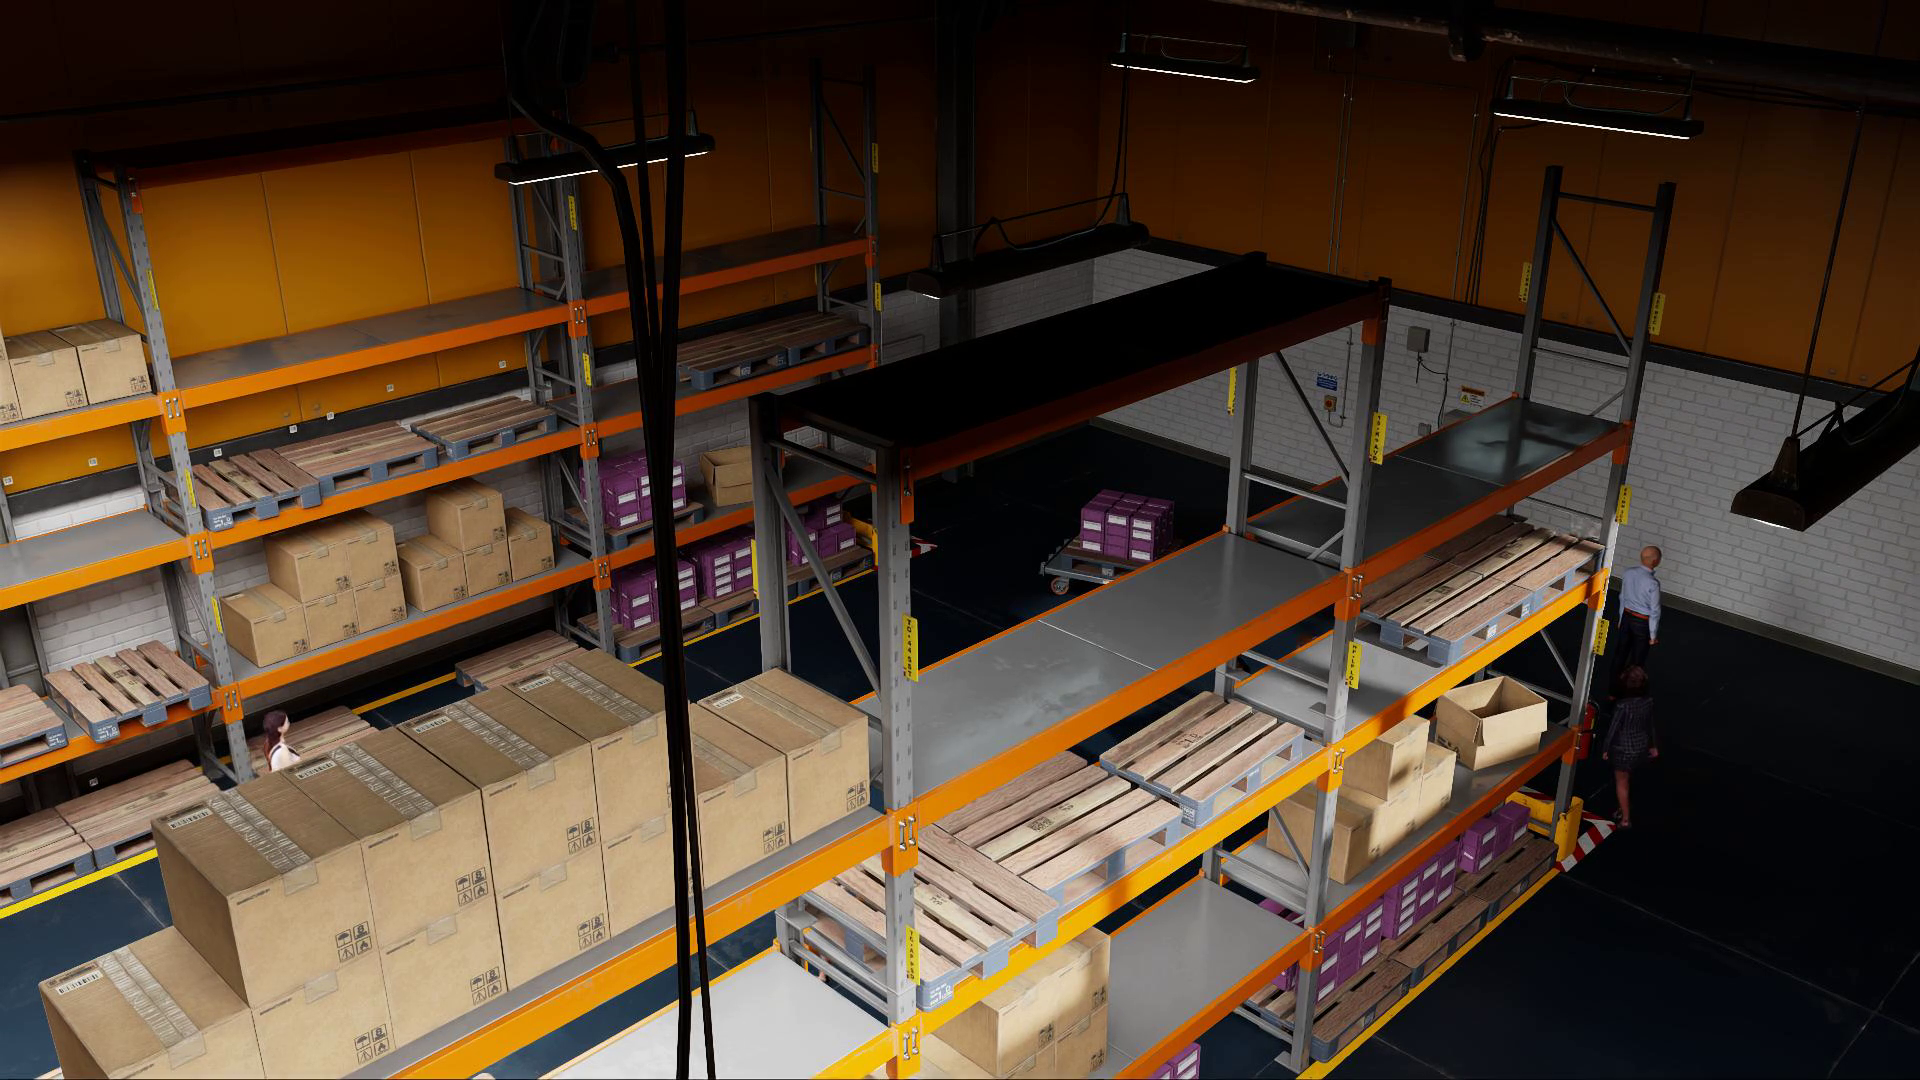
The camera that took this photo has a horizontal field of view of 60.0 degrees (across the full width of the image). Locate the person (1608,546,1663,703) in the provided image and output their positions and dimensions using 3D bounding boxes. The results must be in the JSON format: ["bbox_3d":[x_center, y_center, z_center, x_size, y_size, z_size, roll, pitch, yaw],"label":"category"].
[{"bbox_3d":[6.968,0.886,17.108,0.671,1.792,0.701,-12,26,-26],"label":"person"}]

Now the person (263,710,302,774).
[{"bbox_3d":[-5.814,2.238,14.214,0.767,1.634,0.579,-20,30,-38],"label":"person"}]

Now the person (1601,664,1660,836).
[{"bbox_3d":[6.017,1.933,14.865,0.702,1.671,0.828,-6,24,-13],"label":"person"}]
